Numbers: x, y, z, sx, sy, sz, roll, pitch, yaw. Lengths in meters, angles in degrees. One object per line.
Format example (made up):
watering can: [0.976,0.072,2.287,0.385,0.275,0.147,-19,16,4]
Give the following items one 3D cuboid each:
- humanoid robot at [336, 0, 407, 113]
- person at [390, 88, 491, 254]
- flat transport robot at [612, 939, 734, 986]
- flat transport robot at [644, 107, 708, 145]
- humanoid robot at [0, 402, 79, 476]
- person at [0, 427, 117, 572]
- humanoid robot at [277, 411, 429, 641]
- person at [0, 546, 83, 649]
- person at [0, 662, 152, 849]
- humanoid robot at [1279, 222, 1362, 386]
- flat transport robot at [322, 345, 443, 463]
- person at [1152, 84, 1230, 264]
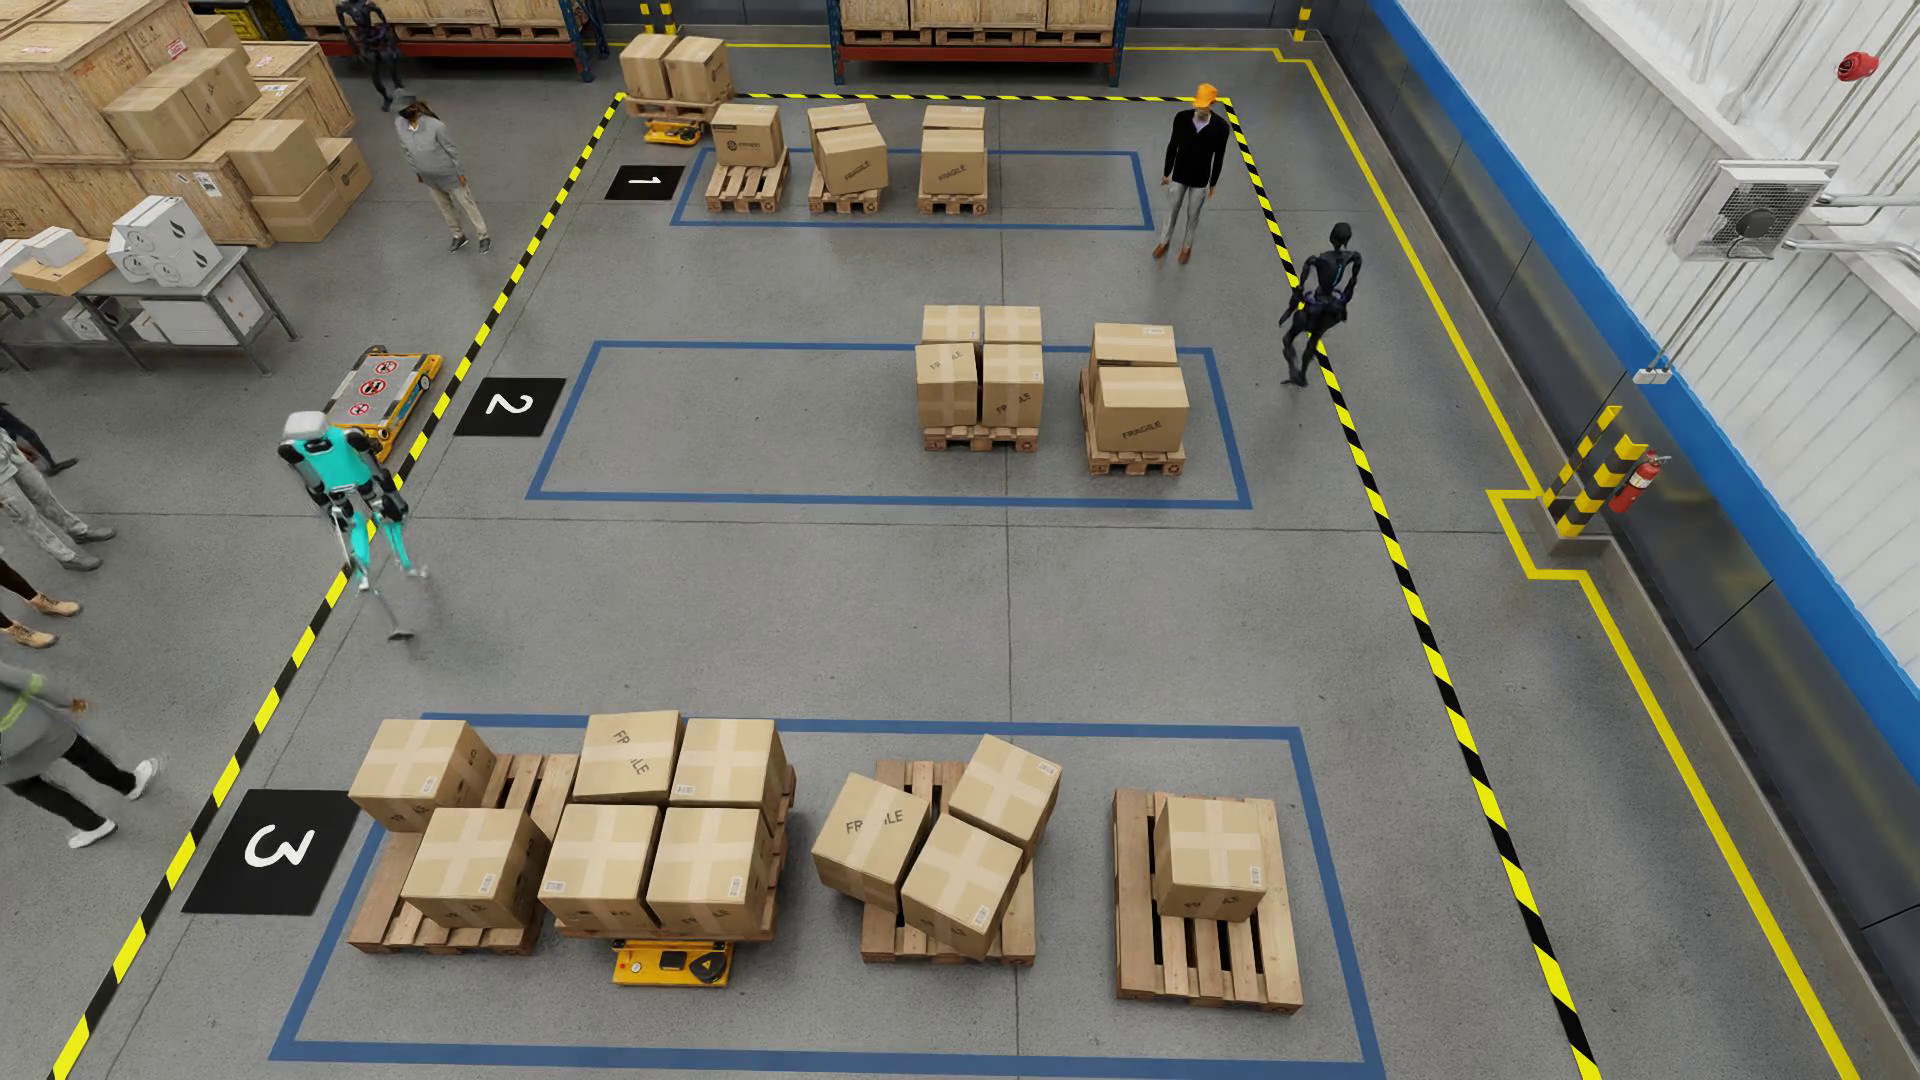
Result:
humanoid robot: [-7.545,-6.358,11.830,0.606,1.647,0.376,-12,51,-10]
person: [-5.474,-3.870,9.658,0.572,1.767,0.396,5,50,5]
flat transport robot: [-1.659,1.971,5.681,0.652,0.197,1.431,1,50,1]
flat transport robot: [-3.640,-5.690,12.164,0.652,0.197,1.431,6,50,5]
humanoid robot: [-8.090,-1.194,7.475,0.608,1.641,0.437,25,54,19]
person: [-7.067,-0.533,6.720,0.401,1.942,0.614,-9,50,-8]
humanoid robot: [-4.184,0.011,6.432,0.531,1.782,1.017,-13,51,-10]
person: [-6.909,0.009,6.208,0.398,2.035,0.600,3,50,3]
person: [-5.534,1.182,5.357,0.423,1.817,0.668,28,55,22]
humanoid robot: [3.216,-2.061,8.186,0.614,1.642,0.374,-7,50,-5]
flat transport robot: [-5.383,-1.269,8.441,0.659,0.231,1.431,1,50,1]
person: [2.382,-3.762,9.492,0.589,1.882,0.381,21,53,17]
